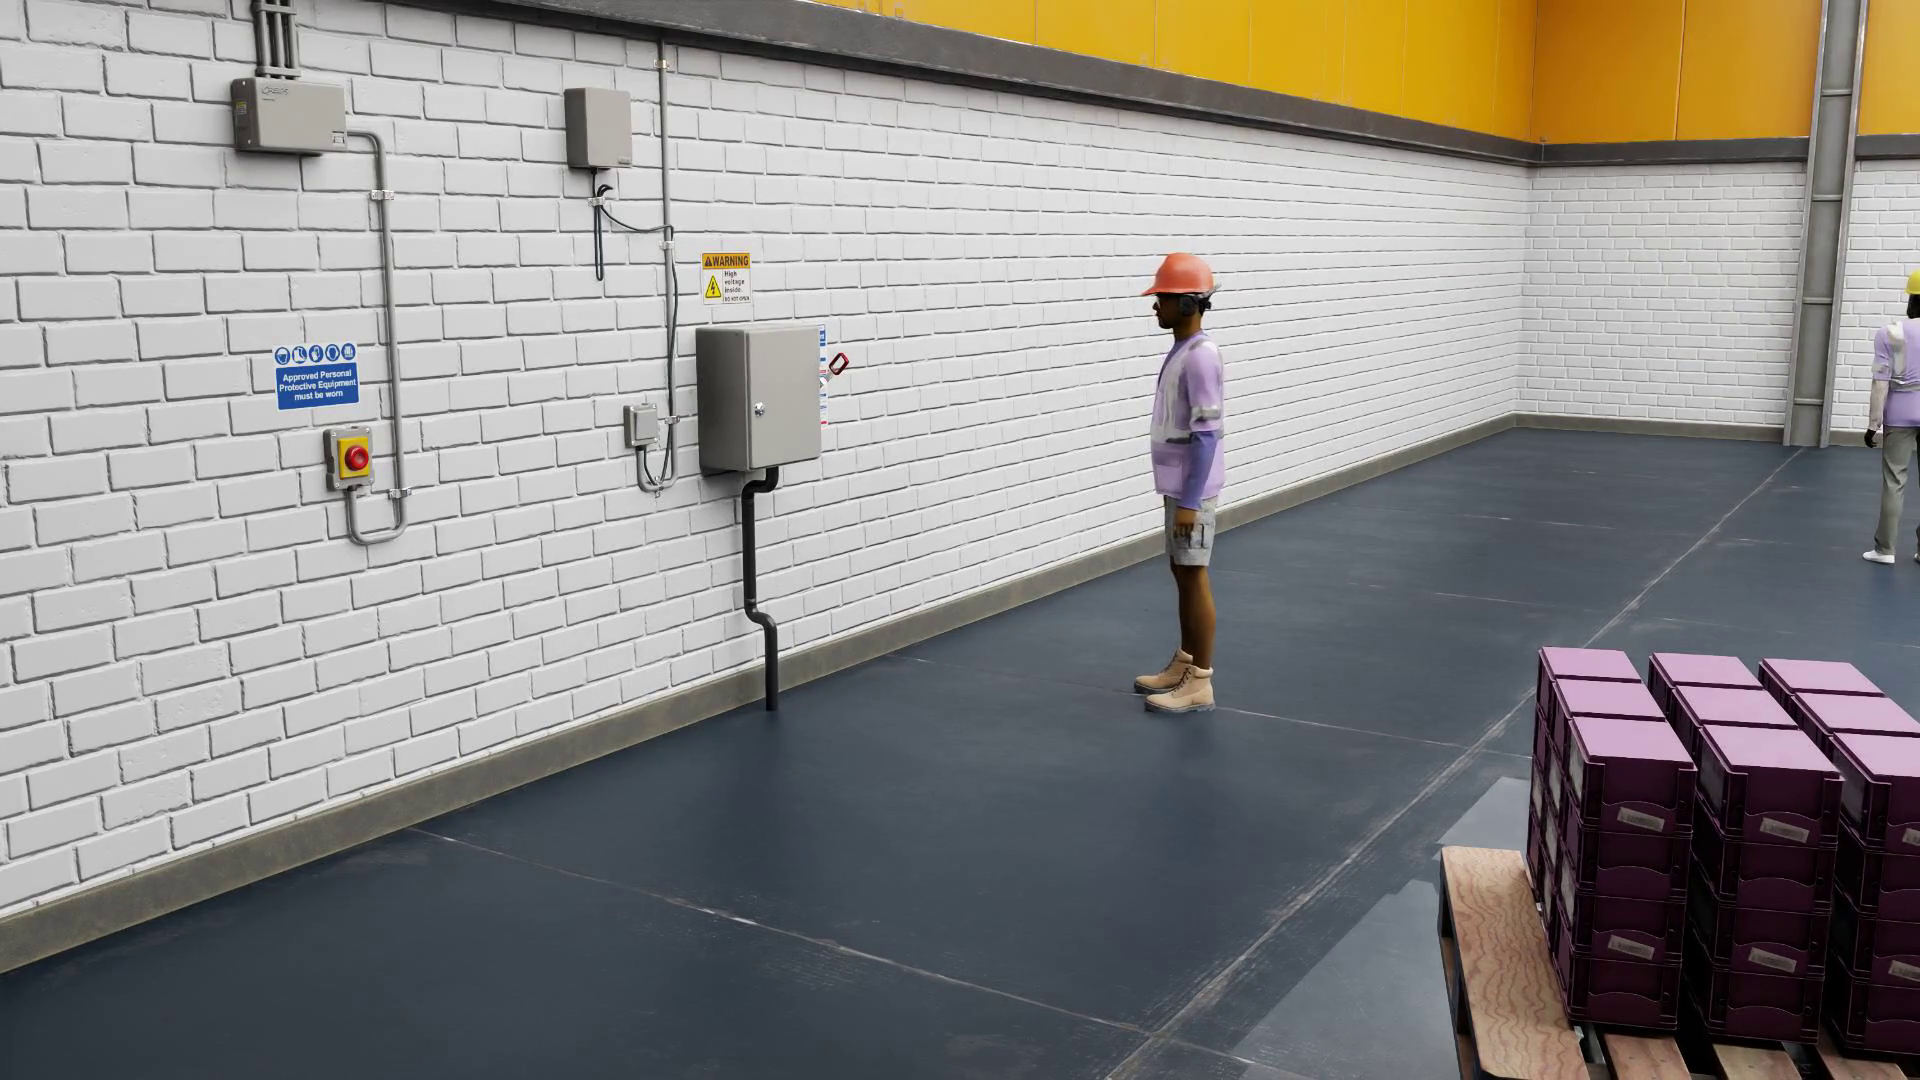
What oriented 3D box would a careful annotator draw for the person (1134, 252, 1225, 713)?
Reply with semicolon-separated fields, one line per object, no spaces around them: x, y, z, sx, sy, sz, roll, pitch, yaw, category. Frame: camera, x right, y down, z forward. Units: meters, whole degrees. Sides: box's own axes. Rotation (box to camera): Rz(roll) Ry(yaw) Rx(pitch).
0.986;-0.247;7.428;0.381;2.045;0.605;0;10;0;person

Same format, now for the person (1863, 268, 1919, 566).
6.158;-0.786;10.728;0.588;1.930;0.361;2;10;9;person
